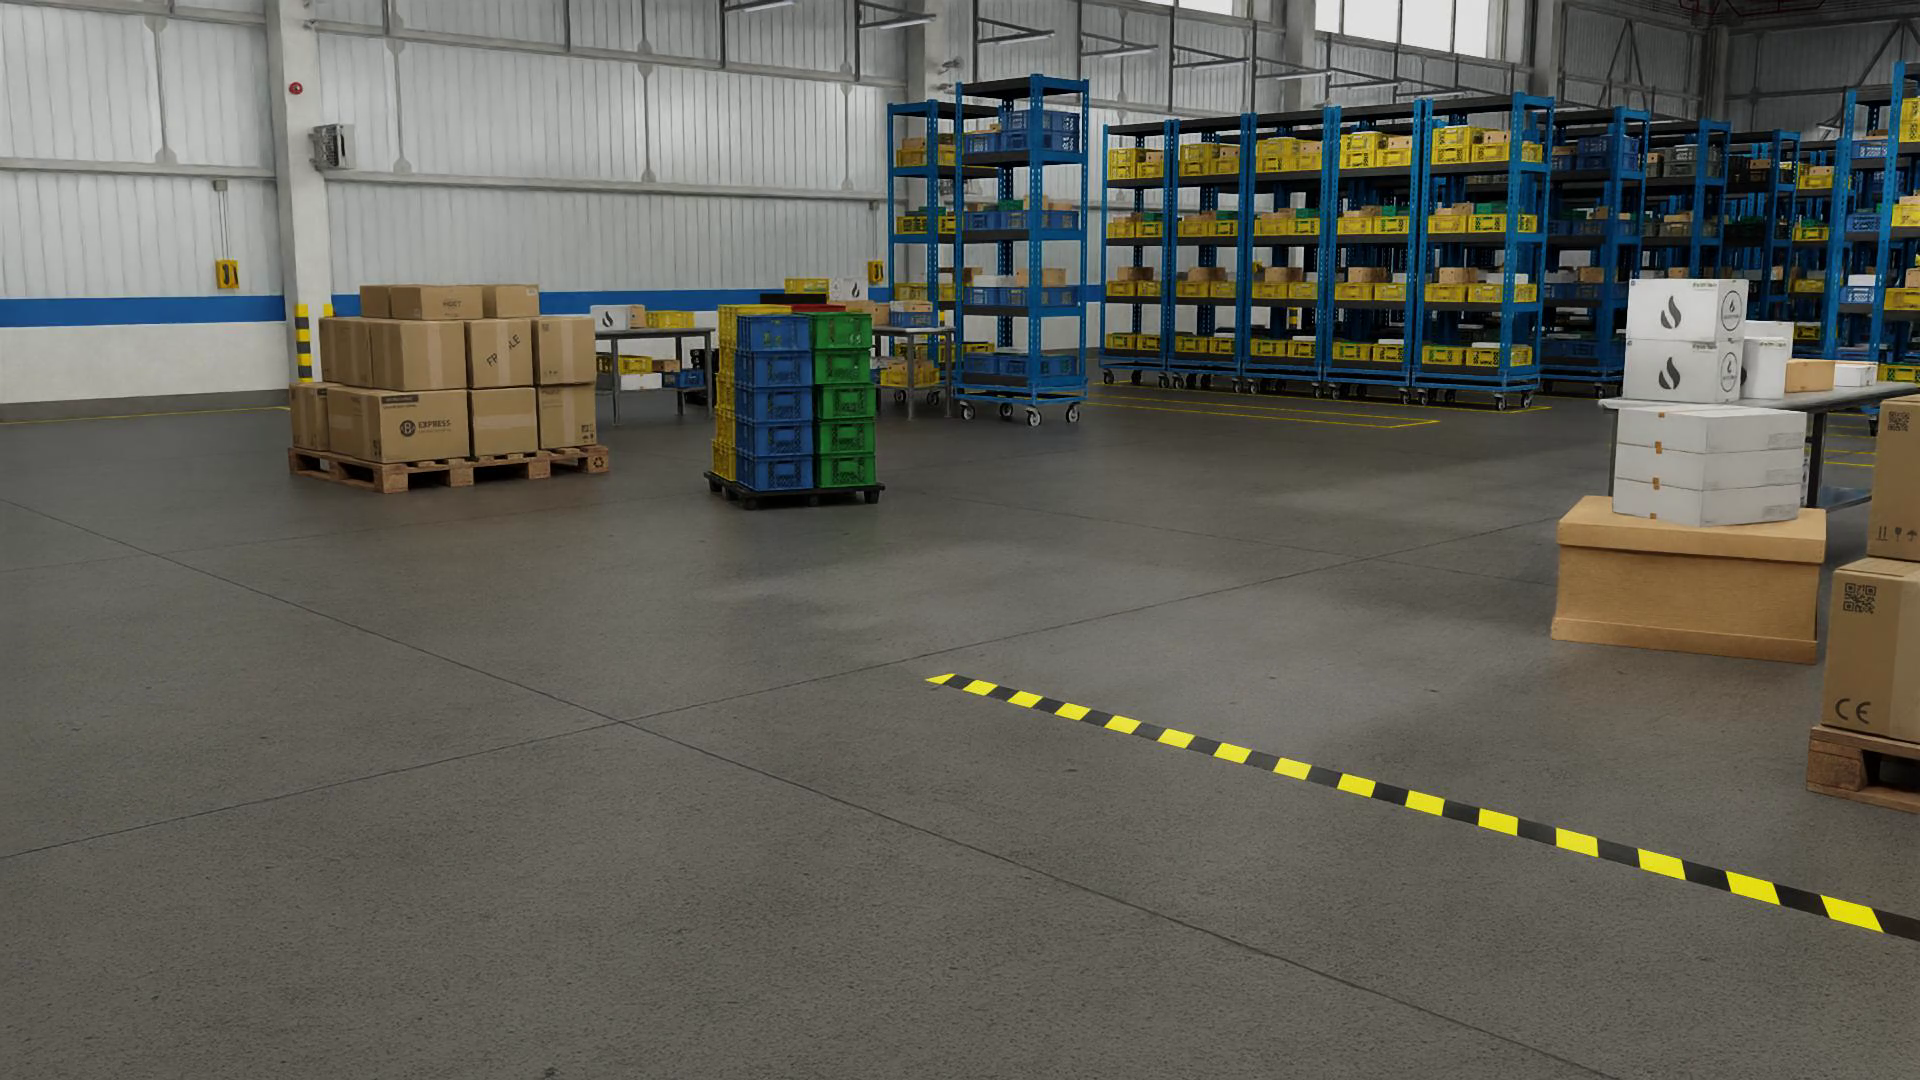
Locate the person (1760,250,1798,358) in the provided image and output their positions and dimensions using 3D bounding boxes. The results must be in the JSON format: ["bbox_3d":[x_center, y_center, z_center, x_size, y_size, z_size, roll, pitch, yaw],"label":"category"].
[{"bbox_3d":[13.693,-3.920,27.912,0.620,1.971,0.616,-6,11,-34],"label":"person"}]

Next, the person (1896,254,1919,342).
[{"bbox_3d":[13.704,-3.208,24.049,0.404,1.830,0.603,5,11,27],"label":"person"}]

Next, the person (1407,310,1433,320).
[{"bbox_3d":[8.954,-4.615,32.490,0.563,1.839,0.392,1,10,8],"label":"person"}]
